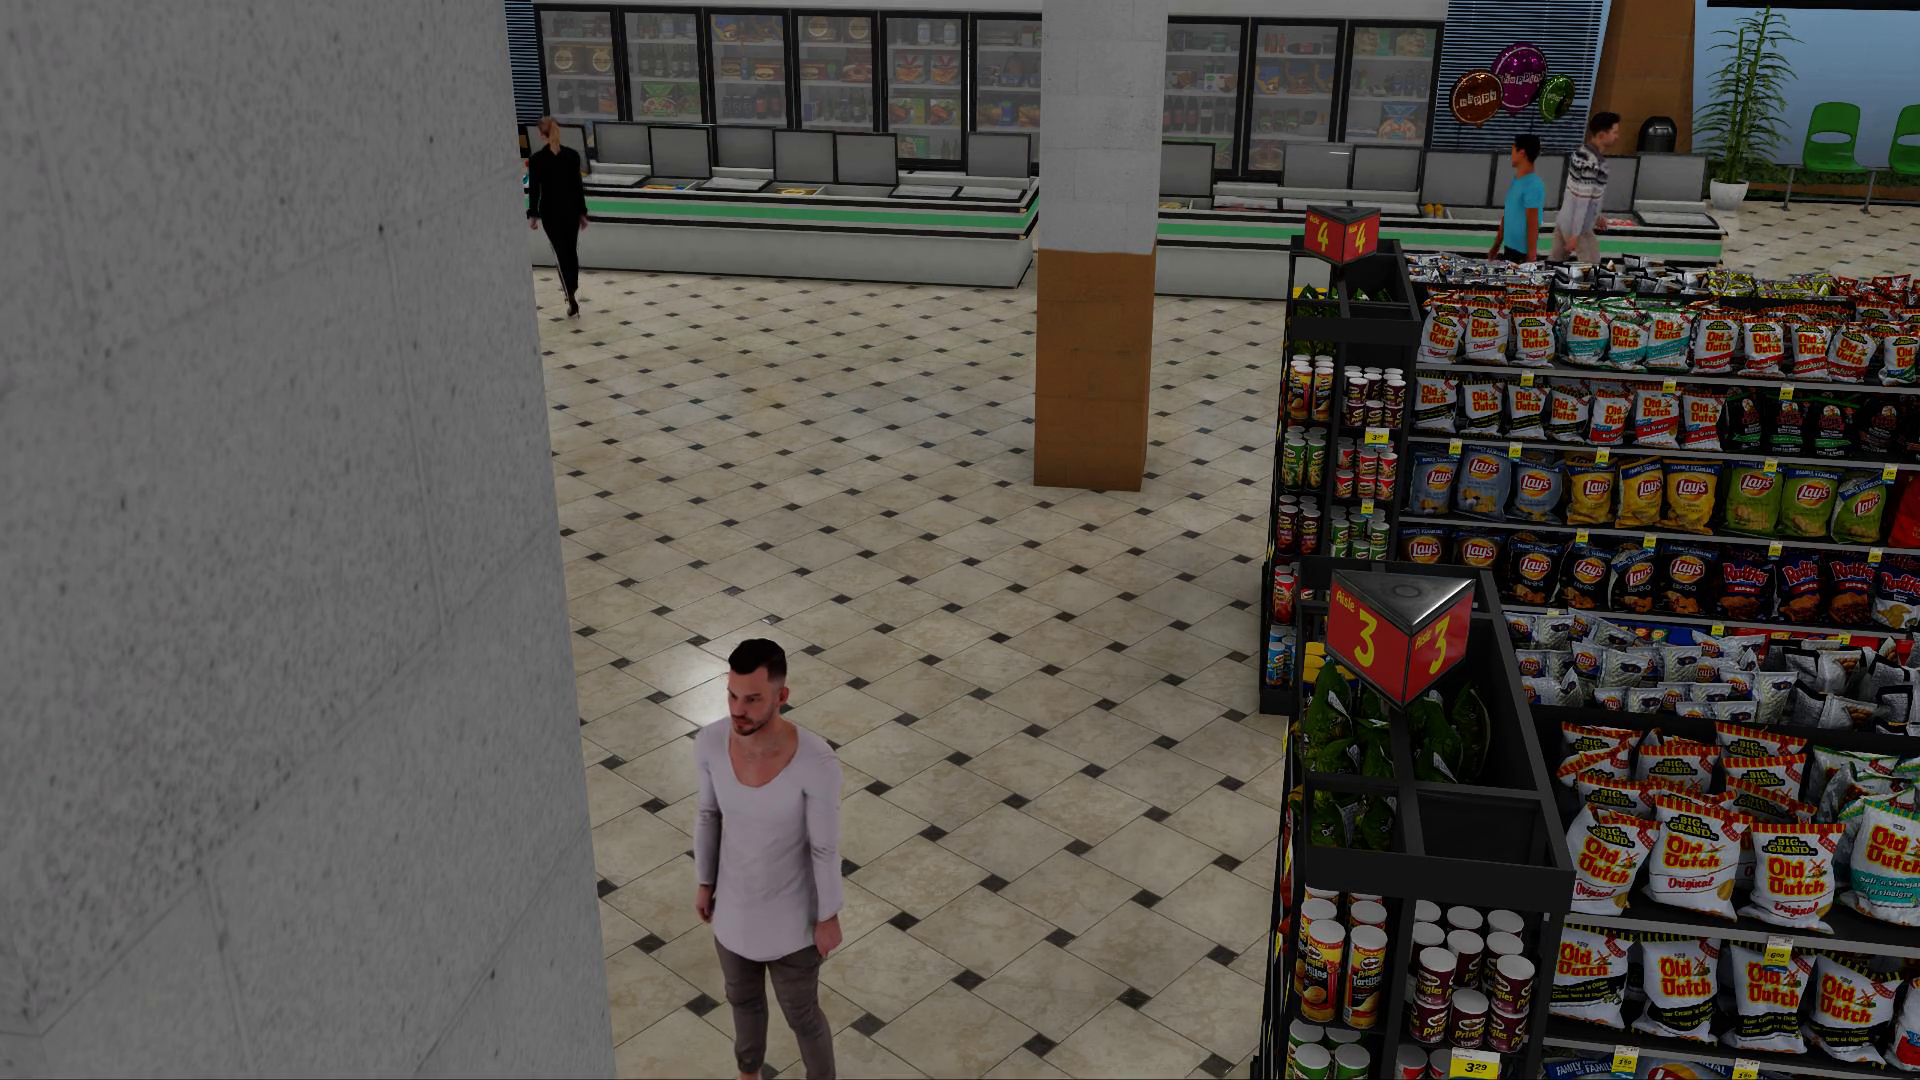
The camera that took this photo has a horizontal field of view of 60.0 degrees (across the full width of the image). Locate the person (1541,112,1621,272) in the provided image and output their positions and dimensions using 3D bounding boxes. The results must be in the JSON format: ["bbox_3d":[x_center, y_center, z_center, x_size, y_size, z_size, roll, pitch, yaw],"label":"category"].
[{"bbox_3d":[4.936,-2.547,13.569,1.166,1.815,0.796,1,24,1],"label":"person"}]

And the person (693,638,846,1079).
[{"bbox_3d":[-0.593,1.112,5.183,0.603,1.835,0.782,12,26,25],"label":"person"}]

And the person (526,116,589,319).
[{"bbox_3d":[-3.361,-2.708,14.093,0.873,1.690,0.929,-13,27,-28],"label":"person"}]

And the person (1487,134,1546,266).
[{"bbox_3d":[4.465,-2.238,12.985,1.188,1.717,0.687,2,24,4],"label":"person"}]
